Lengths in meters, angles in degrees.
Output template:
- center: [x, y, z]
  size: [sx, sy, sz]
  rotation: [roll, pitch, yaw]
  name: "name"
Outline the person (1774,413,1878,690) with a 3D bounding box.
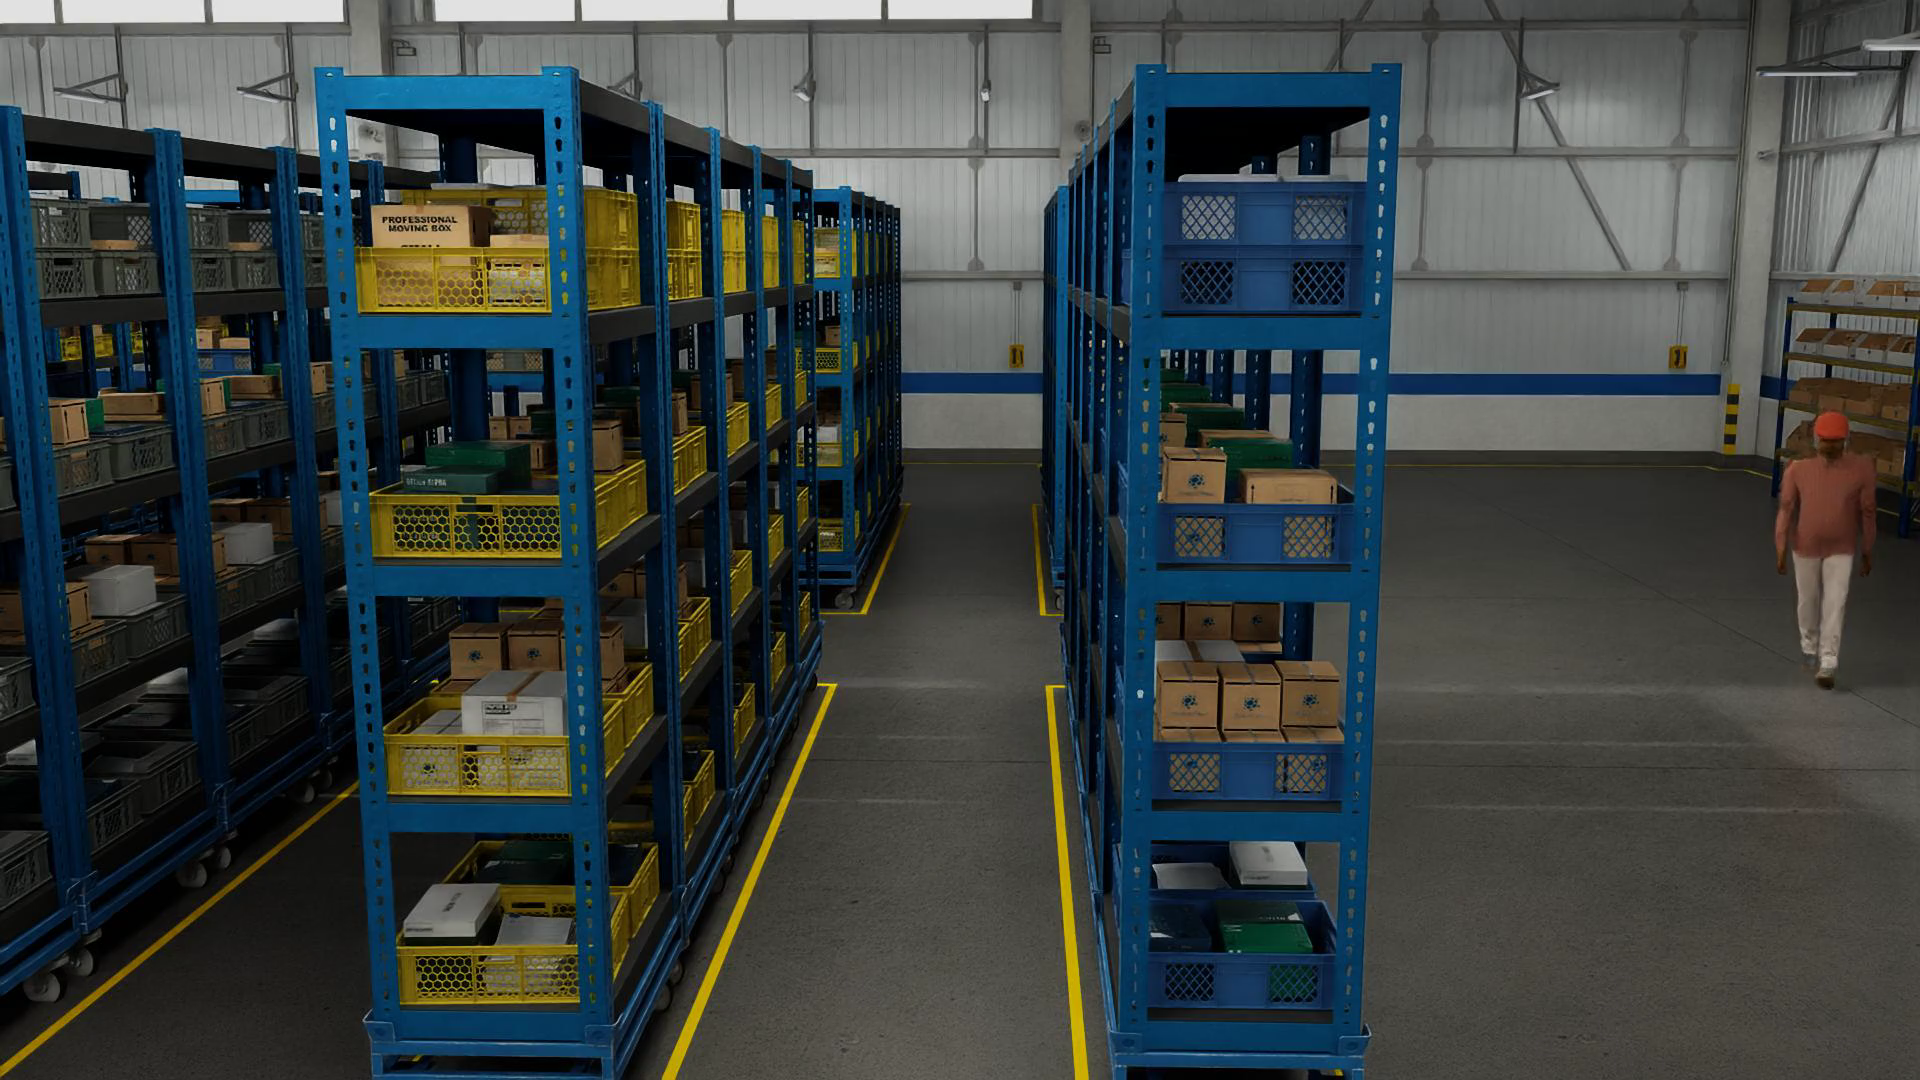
- center: [6.142, 0.060, 11.842]
  size: [0.633, 1.927, 1.067]
  rotation: [6, 11, 30]
  name: "person"
